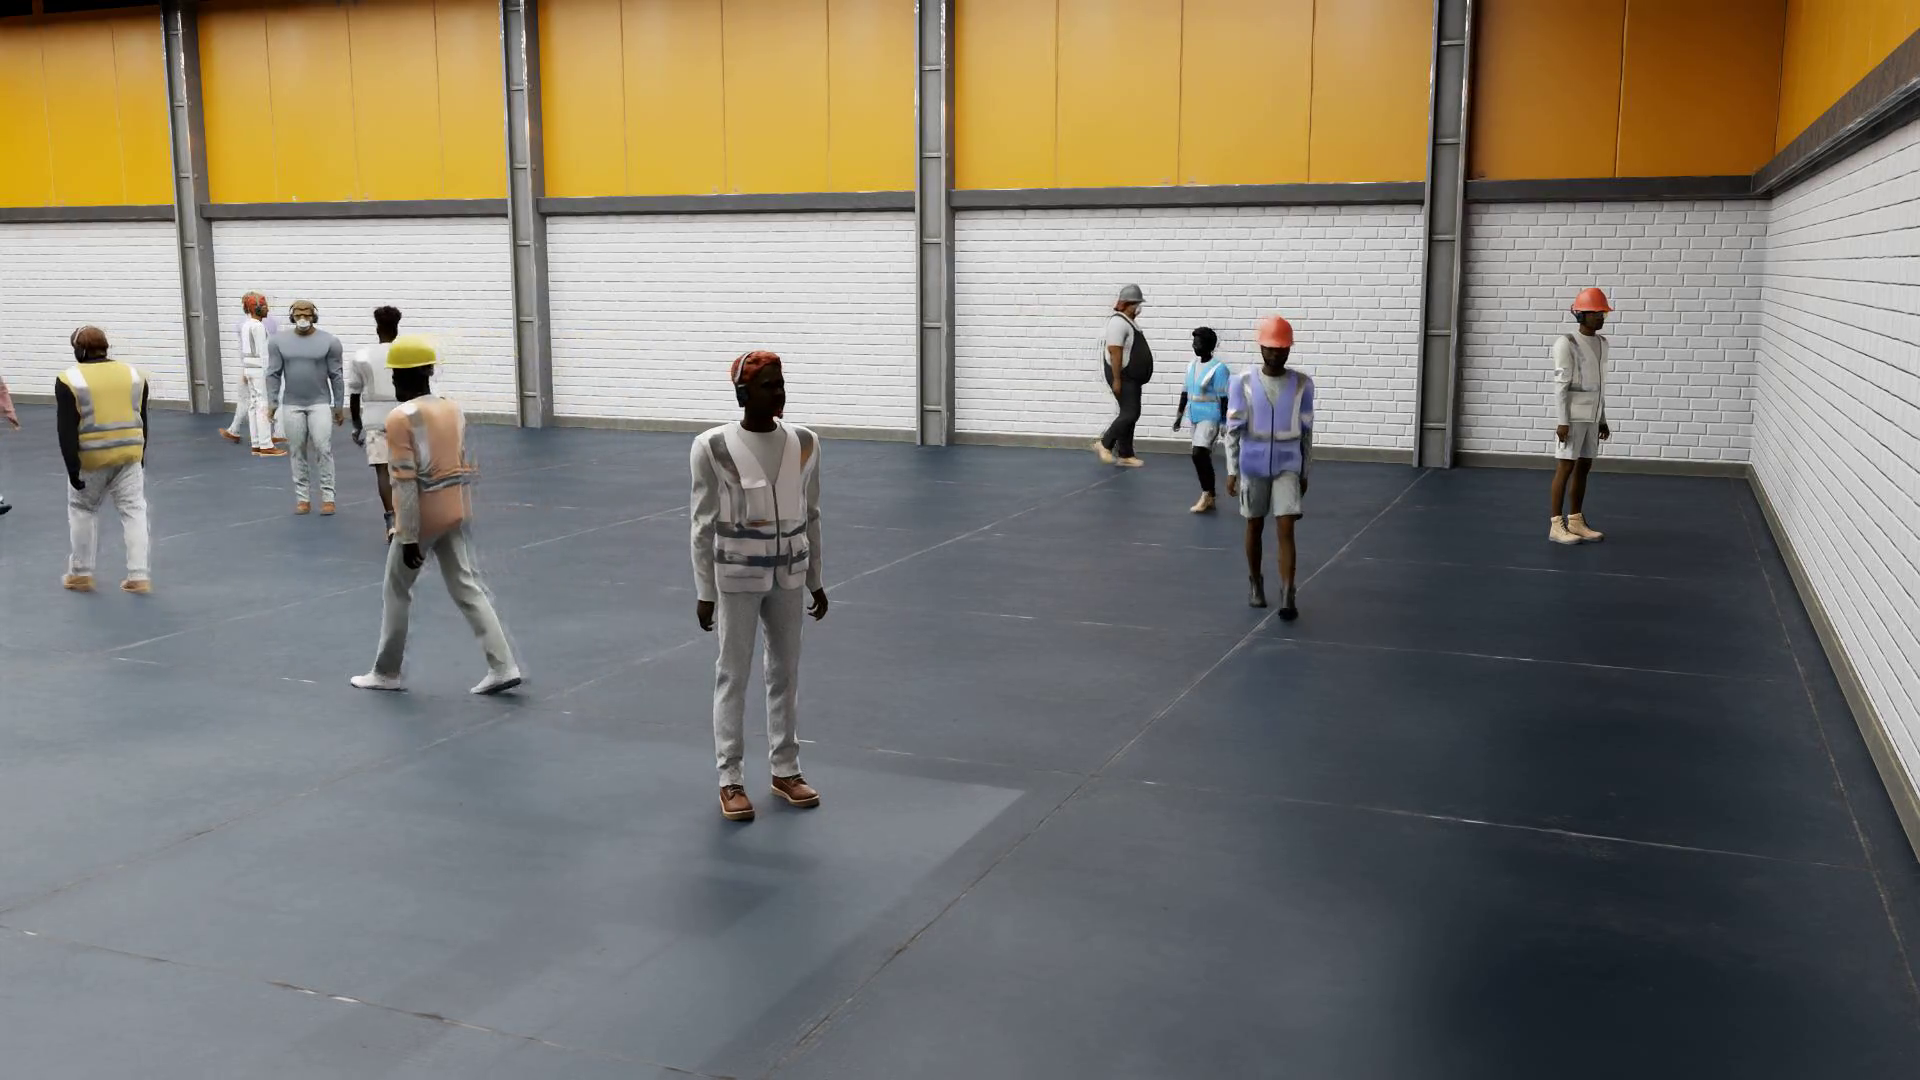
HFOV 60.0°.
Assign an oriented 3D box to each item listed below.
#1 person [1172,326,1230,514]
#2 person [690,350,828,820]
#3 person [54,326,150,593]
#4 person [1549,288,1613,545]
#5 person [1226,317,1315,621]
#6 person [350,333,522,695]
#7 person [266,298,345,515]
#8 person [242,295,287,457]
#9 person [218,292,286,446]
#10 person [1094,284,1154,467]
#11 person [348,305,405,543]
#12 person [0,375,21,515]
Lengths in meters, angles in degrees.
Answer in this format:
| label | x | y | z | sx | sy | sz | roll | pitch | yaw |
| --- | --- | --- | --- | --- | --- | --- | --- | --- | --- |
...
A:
| label | x | y | z | sx | sy | sz | roll | pitch | yaw |
| --- | --- | --- | --- | --- | --- | --- | --- | --- | --- |
| person | 2.143 | -1.065 | 14.882 | 0.502 | 1.677 | 0.539 | -4 | 10 | -24 |
| person | -0.805 | 0.177 | 6.741 | 0.584 | 1.884 | 0.349 | -6 | 11 | -33 |
| person | -5.857 | -0.541 | 11.332 | 0.808 | 1.813 | 0.649 | 7 | 12 | 38 |
| person | 4.999 | -0.990 | 13.329 | 0.605 | 2.045 | 0.377 | -7 | 11 | -35 |
| person | 1.955 | -0.449 | 10.504 | 0.562 | 1.888 | 0.963 | 1 | 9 | 7 |
| person | -2.709 | -0.119 | 8.560 | 0.972 | 1.885 | 0.603 | 3 | 10 | 19 |
| person | -5.816 | -1.183 | 14.820 | 0.647 | 1.931 | 0.422 | -1 | 9 | -9 |
| person | -8.158 | -1.913 | 19.417 | 0.356 | 1.882 | 0.574 | -8 | 12 | -40 |
| person | -8.773 | -2.115 | 20.598 | 0.990 | 1.888 | 0.660 | 4 | 10 | 22 |
| person | 1.857 | -1.802 | 18.263 | 0.537 | 2.000 | 0.704 | 3 | 10 | 19 |
| person | -4.626 | -0.949 | 13.511 | 0.604 | 1.919 | 1.022 | -5 | 10 | -27 |
| person | -8.671 | -1.055 | 14.719 | 0.924 | 1.709 | 0.545 | 4 | 10 | 24 |
